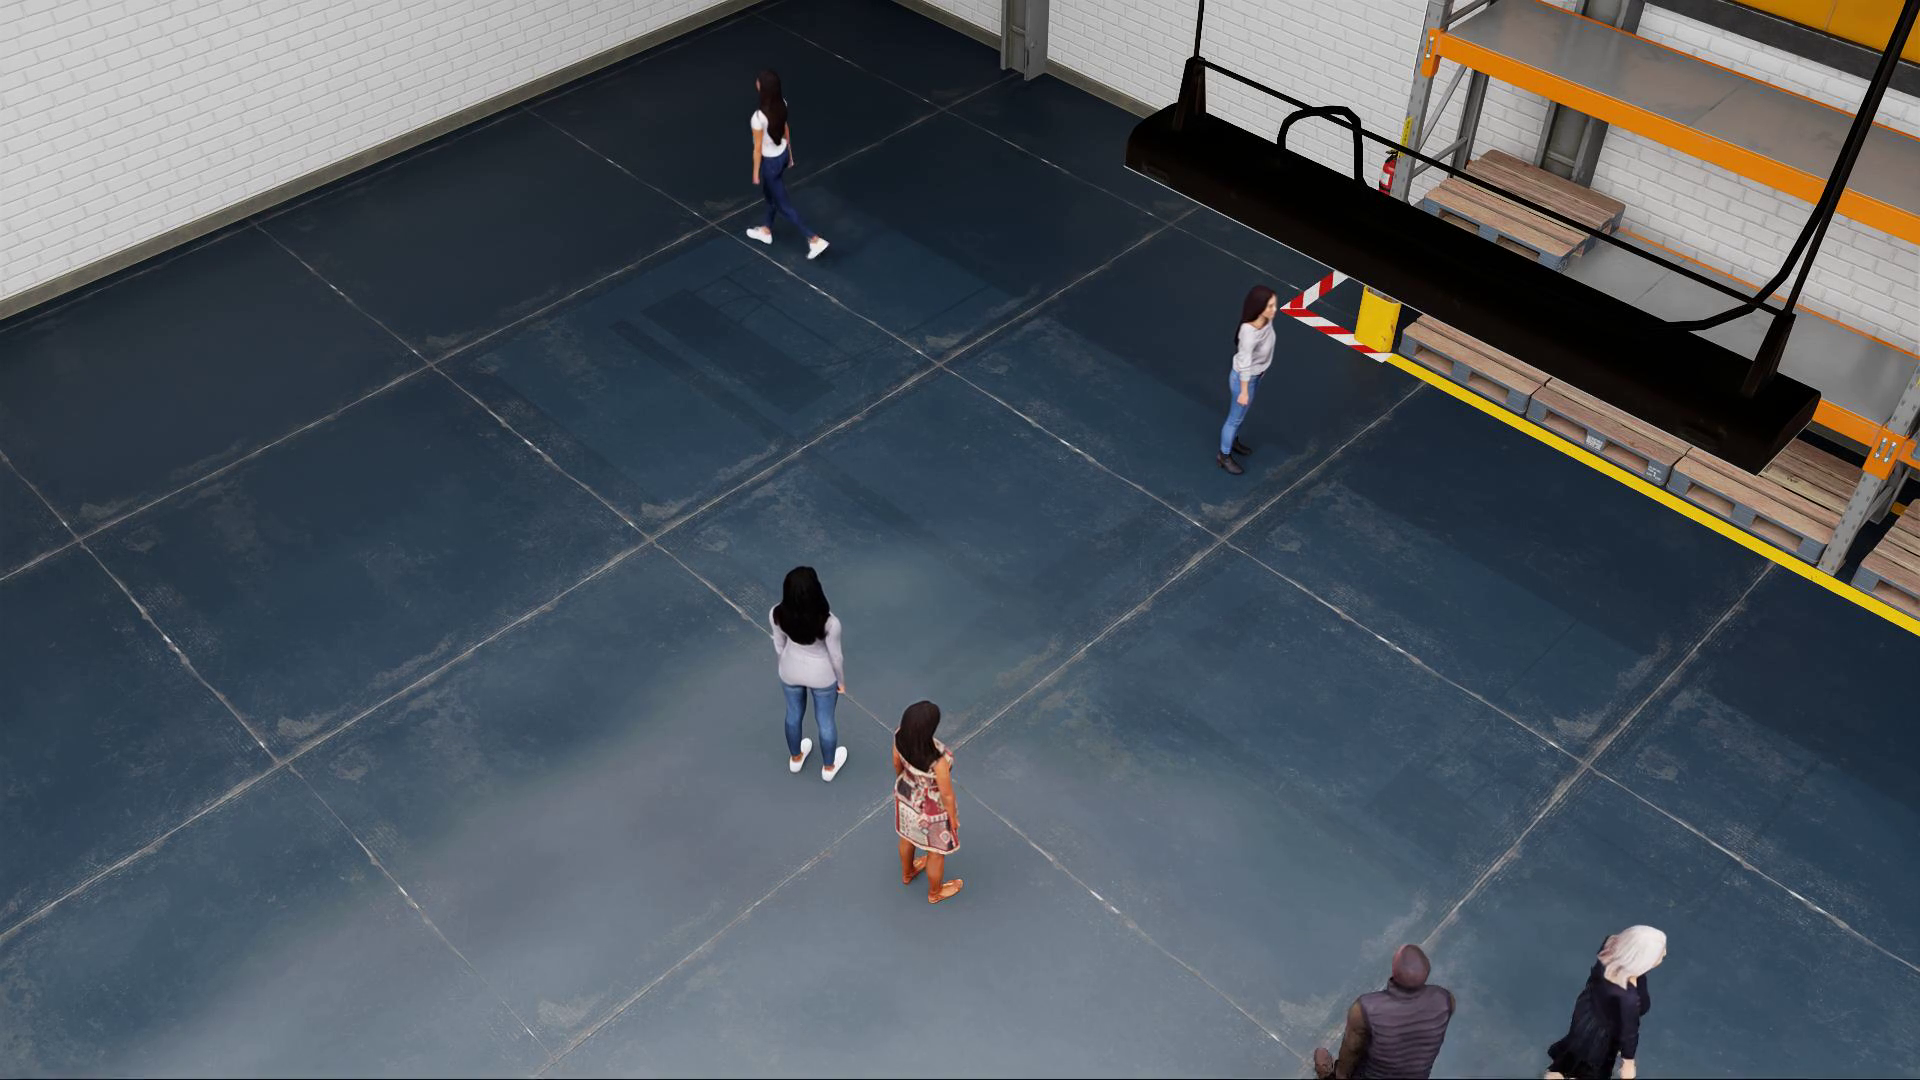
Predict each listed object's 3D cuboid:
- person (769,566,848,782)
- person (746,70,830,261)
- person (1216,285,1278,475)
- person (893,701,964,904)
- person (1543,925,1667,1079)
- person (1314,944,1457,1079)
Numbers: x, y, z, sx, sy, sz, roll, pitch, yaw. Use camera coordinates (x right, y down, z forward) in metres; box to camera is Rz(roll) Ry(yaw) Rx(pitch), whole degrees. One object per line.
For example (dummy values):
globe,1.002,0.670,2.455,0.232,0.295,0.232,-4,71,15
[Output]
person,-0.936,0.831,10.197,0.629,1.735,0.735,9,44,9
person,-1.528,-3.229,14.450,1.187,1.747,0.828,19,47,19
person,2.139,-1.224,12.429,0.639,1.631,0.671,16,46,17
person,-0.211,1.497,9.563,0.464,1.645,0.712,32,52,29
person,3.154,2.488,8.458,0.861,1.735,0.802,8,44,8
person,2.110,2.696,8.202,1.130,1.787,1.233,-4,44,-4
